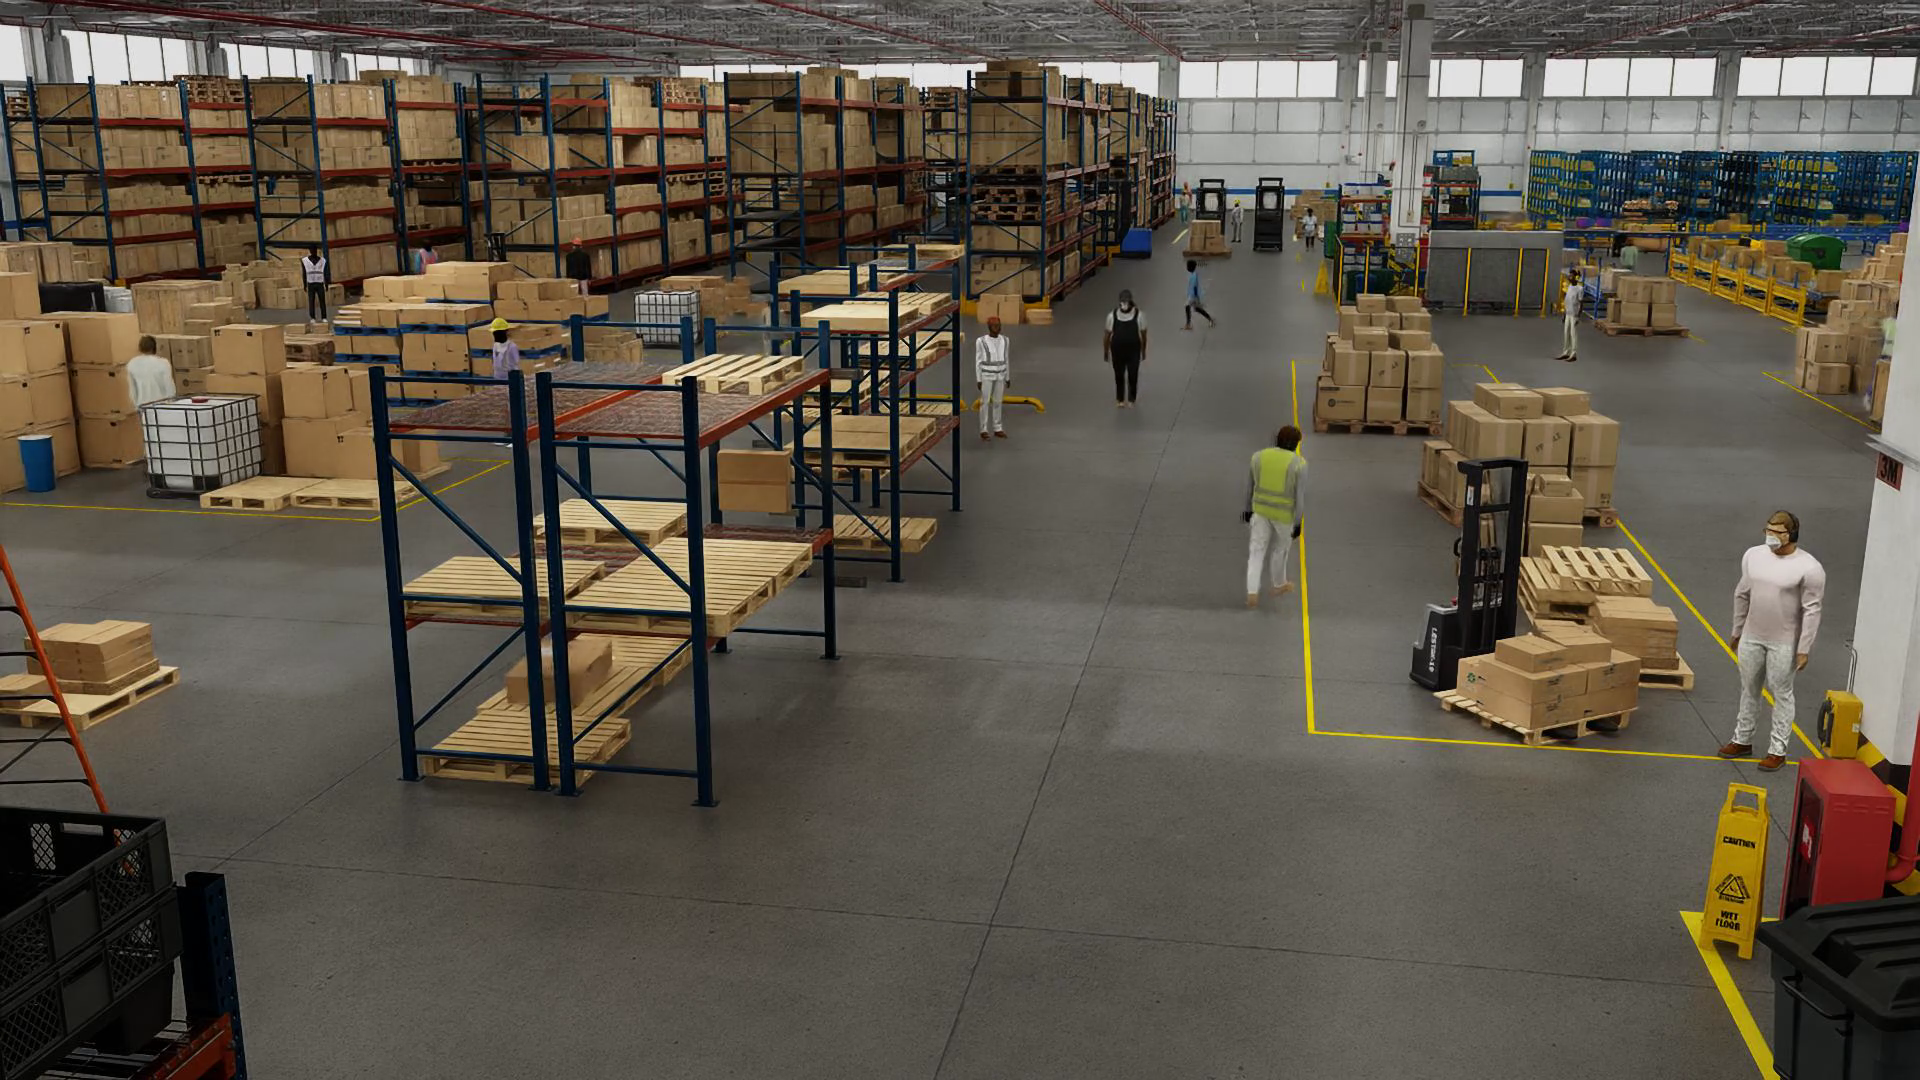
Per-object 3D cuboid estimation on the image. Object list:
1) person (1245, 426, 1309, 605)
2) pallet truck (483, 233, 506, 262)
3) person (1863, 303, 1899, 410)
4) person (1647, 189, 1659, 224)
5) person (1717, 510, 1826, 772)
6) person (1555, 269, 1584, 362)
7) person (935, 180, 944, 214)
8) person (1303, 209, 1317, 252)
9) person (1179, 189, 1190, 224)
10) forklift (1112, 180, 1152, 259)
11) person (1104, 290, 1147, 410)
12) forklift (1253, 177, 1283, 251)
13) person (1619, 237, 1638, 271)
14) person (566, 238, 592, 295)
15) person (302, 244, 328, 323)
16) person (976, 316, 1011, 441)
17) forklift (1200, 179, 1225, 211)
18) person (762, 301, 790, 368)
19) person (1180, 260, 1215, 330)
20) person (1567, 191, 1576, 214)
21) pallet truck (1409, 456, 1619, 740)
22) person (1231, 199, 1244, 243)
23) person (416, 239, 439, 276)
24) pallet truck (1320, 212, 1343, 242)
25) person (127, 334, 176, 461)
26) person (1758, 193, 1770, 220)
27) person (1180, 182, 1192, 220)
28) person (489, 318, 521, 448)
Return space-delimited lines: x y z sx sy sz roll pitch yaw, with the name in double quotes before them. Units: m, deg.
"person" 3.108 -0.245 16.490 0.694 1.783 0.940 9 16 32
"pallet truck" -11.832 -7.026 43.548 1.885 1.965 0.823 8 16 28
"person" 15.539 -3.069 27.707 0.828 1.892 0.600 -5 15 -20
"person" 32.626 -15.594 78.463 0.628 1.929 0.567 2 14 8
"person" 5.941 0.727 12.188 0.359 1.938 0.635 -9 16 -31
"person" 12.421 -4.561 33.804 0.329 1.872 0.508 -4 14 -16
"person" -1.407 -19.239 93.390 1.000 1.892 0.550 2 14 8
"person" 13.565 -11.988 64.404 0.538 1.641 0.890 1 14 5
"person" 11.251 -16.732 83.489 0.530 1.744 0.716 2 14 10
"forklift" 6.082 -11.722 60.796 1.873 2.768 1.129 2 14 9
"person" 2.749 -3.188 27.877 0.711 2.000 0.854 3 14 11
"forklift" 12.083 -12.747 64.956 1.129 2.768 1.873 3 14 10
"person" 19.253 -7.917 47.913 0.508 1.618 0.452 2 14 6
"person" -9.532 -6.544 41.600 0.621 1.989 0.398 -3 14 -13
"person" -15.718 -6.251 40.586 0.587 1.911 0.397 -7 15 -25
"person" 0.503 -2.453 25.215 0.584 1.882 0.349 -8 16 -29
"forklift" 9.521 -12.278 63.053 1.129 2.768 1.873 3 14 10
"person" -3.467 -3.834 31.384 0.545 1.595 0.823 7 15 26
"person" 5.616 -5.769 39.144 0.722 1.652 0.522 3 14 11
"person" 29.622 -16.110 80.816 0.743 1.803 0.616 1 14 2
"pallet truck" 4.504 0.400 13.395 0.823 1.965 1.885 -6 15 -23
"person" 11.605 -13.378 69.703 0.405 1.823 0.591 -12 18 -39
"person" -14.136 -7.075 44.157 0.872 1.814 0.622 11 18 39
"pallet truck" 15.874 -13.227 70.310 0.680 1.201 1.601 10 17 35
"person" -10.944 -1.824 22.568 0.646 1.929 0.536 3 14 10
"person" 38.529 -15.856 79.807 0.873 1.808 0.567 4 14 16
"person" 11.825 -17.763 87.182 0.640 1.975 0.440 2 14 7
"person" -6.720 -2.319 24.579 0.593 1.925 0.384 13 19 42
